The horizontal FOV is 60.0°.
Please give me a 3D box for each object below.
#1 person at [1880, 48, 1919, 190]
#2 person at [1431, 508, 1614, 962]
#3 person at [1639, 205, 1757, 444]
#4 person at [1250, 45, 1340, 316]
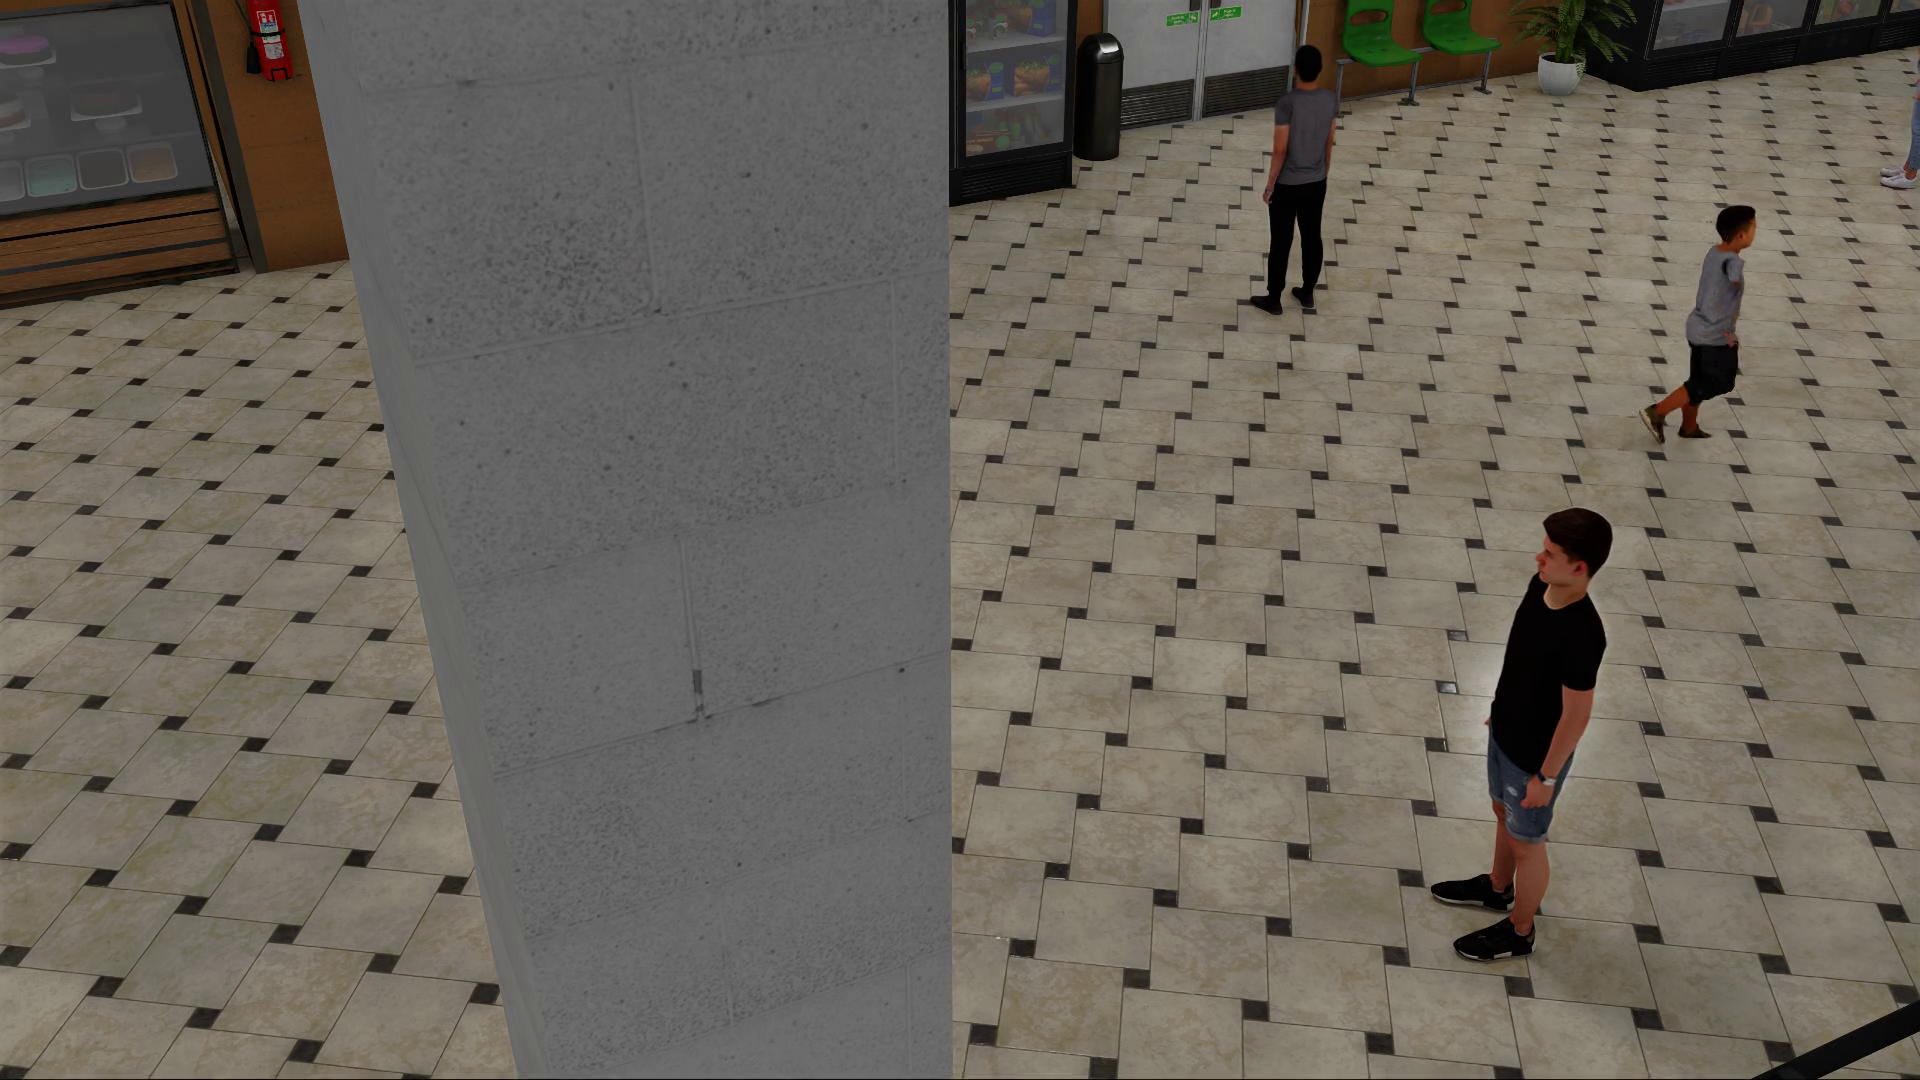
[{"bbox_3d":[7.506,-3.575,12.848,0.716,1.703,0.683,14,35,21],"label":"person"},{"bbox_3d":[2.026,0.695,5.849,0.804,1.846,0.645,-1,32,-1],"label":"person"},{"bbox_3d":[4.164,-1.220,9.303,0.799,1.450,0.800,-1,32,-2],"label":"person"},{"bbox_3d":[2.201,-2.332,10.801,0.619,1.754,0.540,-13,34,-19],"label":"person"}]
